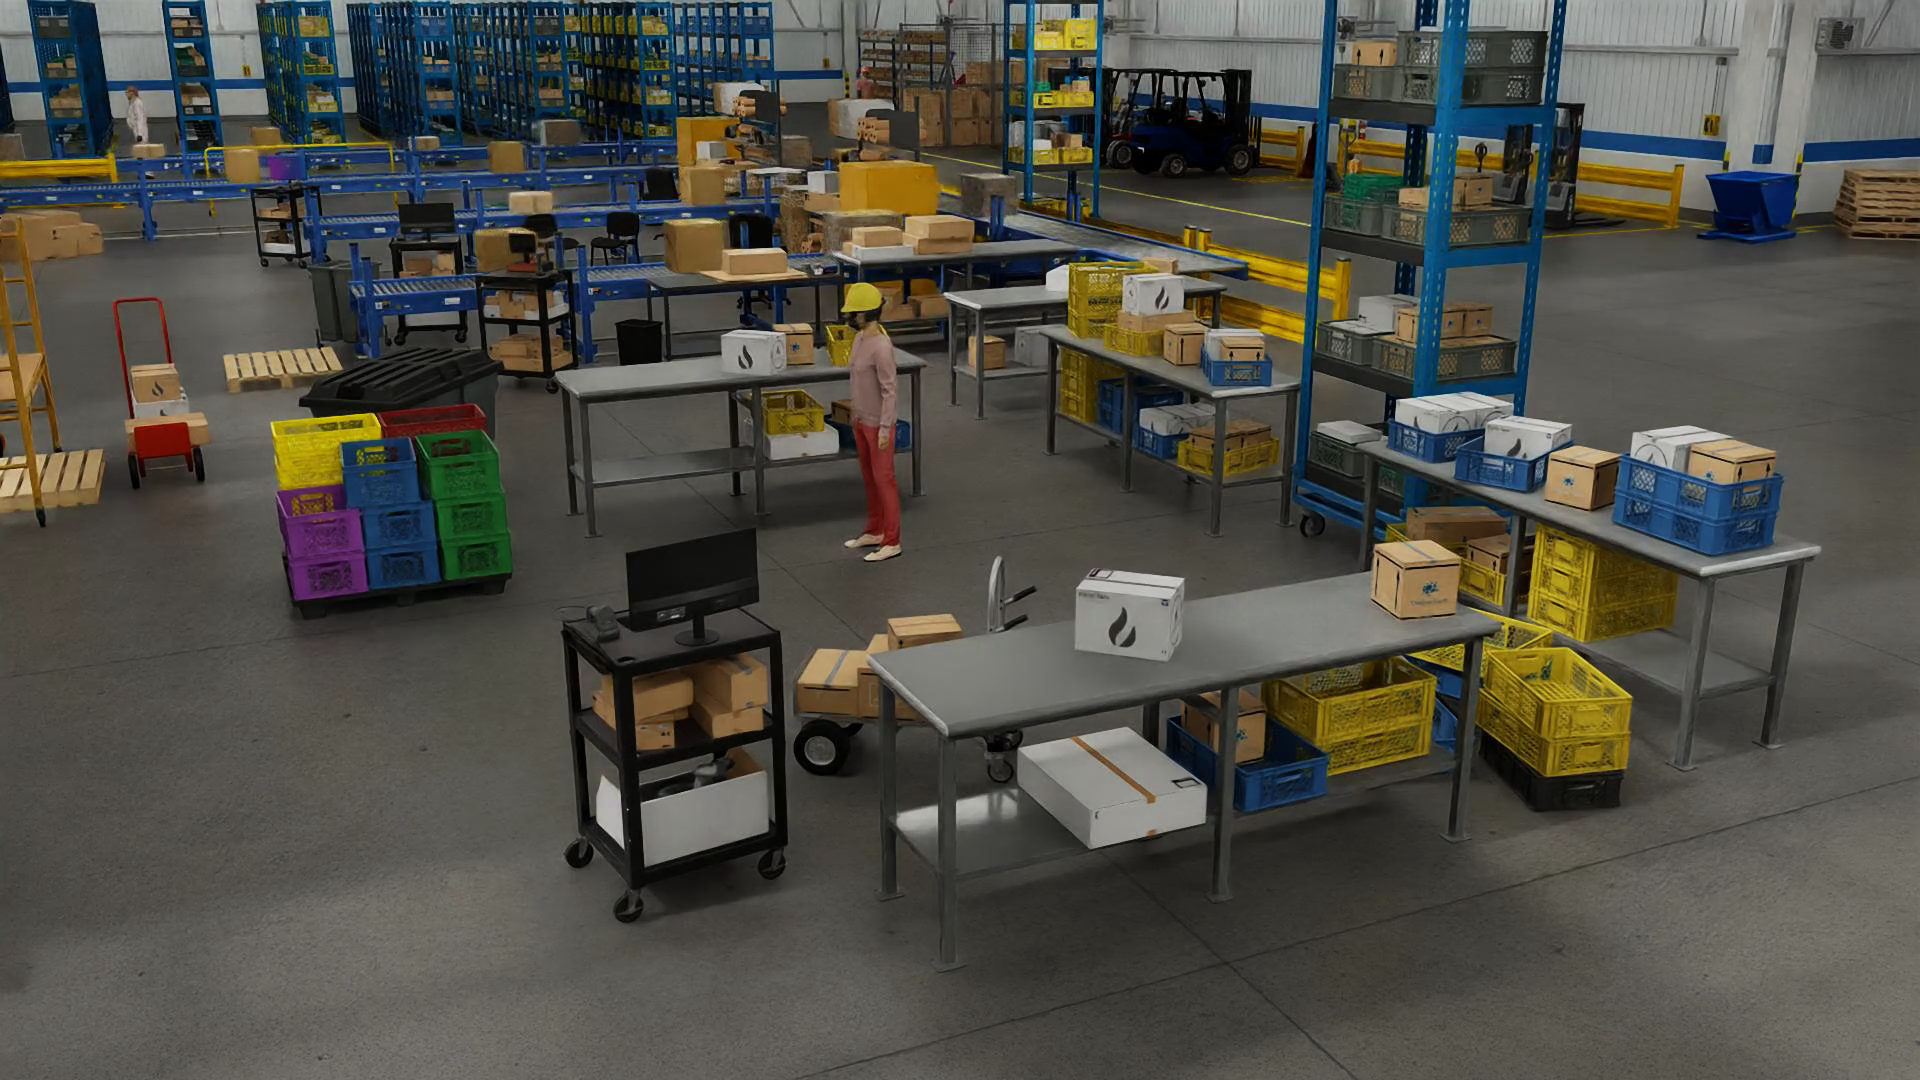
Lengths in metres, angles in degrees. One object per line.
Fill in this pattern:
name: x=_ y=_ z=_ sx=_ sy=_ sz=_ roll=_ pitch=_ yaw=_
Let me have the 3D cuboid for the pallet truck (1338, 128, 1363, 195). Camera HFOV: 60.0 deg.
pallet truck: x=7.845 y=-7.140 z=31.411 sx=1.522 sy=1.261 sz=0.704 roll=-9 pitch=20 yaw=-25

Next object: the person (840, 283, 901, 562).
person: x=-0.571 y=-0.740 z=10.479 sx=0.327 sy=1.765 sz=0.531 roll=-8 pitch=19 yaw=-23

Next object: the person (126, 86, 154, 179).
person: x=-17.100 y=-8.476 z=34.619 sx=0.401 sy=1.904 sz=0.649 roll=-8 pitch=19 yaw=-23

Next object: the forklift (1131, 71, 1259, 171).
forklift: x=4.998 y=-8.936 z=35.413 sx=2.680 sy=1.987 sz=1.157 roll=-9 pitch=20 yaw=-25

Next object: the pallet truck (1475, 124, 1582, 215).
pallet truck: x=9.707 y=-6.455 z=28.103 sx=1.885 sy=1.965 sz=0.823 roll=-7 pitch=19 yaw=-20

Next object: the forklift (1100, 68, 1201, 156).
forklift: x=4.082 y=-9.564 z=37.410 sx=2.680 sy=1.987 sz=1.157 roll=-8 pitch=19 yaw=-23

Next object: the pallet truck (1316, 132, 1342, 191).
pallet truck: x=7.723 y=-7.504 z=32.656 sx=1.601 sy=1.201 sz=0.680 roll=-8 pitch=19 yaw=-23

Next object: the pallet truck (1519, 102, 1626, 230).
pallet truck: x=9.972 y=-6.037 z=26.785 sx=1.885 sy=1.965 sz=0.823 roll=-9 pitch=20 yaw=-25

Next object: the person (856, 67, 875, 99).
person: x=-2.523 y=-11.651 z=44.554 sx=0.647 sy=1.948 sz=0.520 roll=-12 pitch=21 yaw=-32

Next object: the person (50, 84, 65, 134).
person: x=-22.129 y=-10.456 z=40.956 sx=0.374 sy=1.840 sz=0.568 roll=-8 pitch=19 yaw=-23

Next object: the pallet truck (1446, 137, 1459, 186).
pallet truck: x=9.184 y=-6.485 z=29.328 sx=1.630 sy=1.274 sz=0.653 roll=-8 pitch=19 yaw=-23
